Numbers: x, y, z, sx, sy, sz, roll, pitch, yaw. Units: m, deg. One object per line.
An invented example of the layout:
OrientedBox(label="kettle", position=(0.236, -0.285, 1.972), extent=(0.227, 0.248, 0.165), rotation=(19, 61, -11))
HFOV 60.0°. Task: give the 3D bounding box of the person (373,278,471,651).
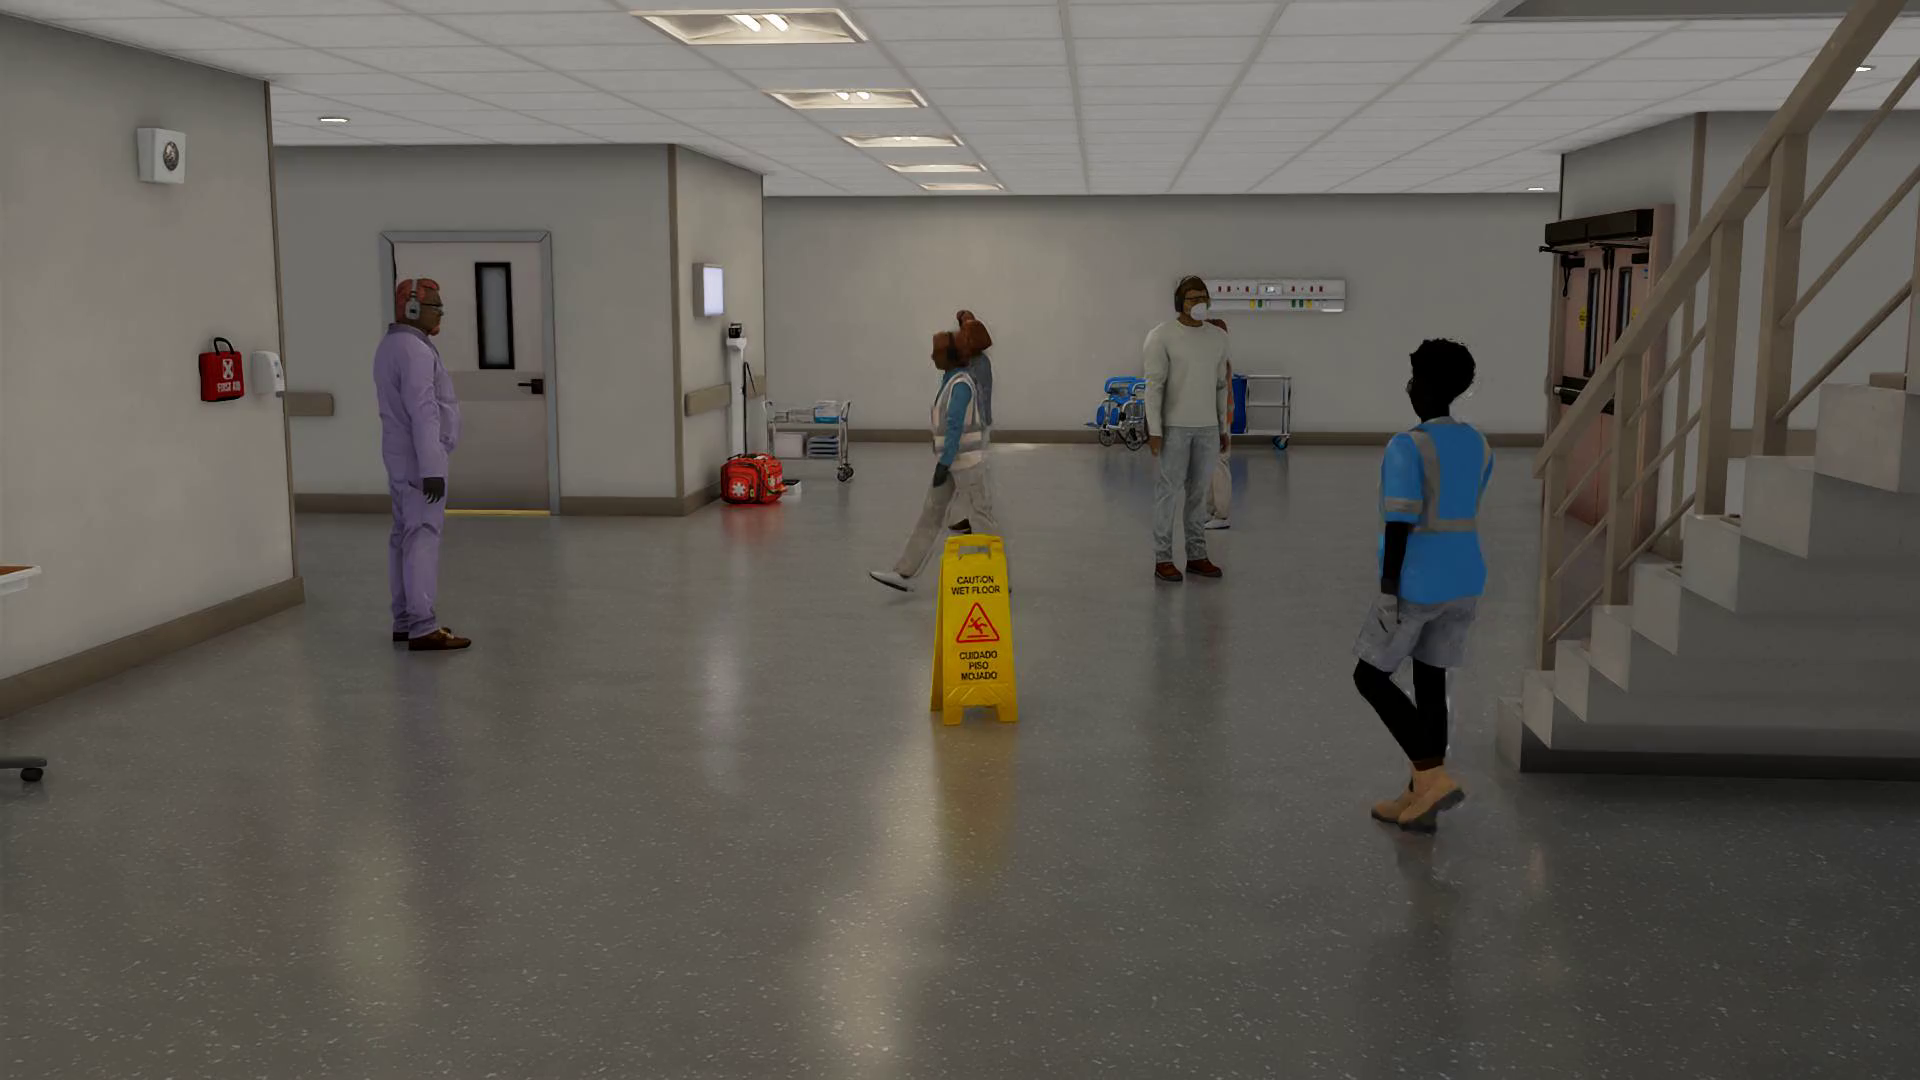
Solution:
OrientedBox(label="person", position=(-2.770, -0.390, 8.579), extent=(0.403, 1.904, 0.652), rotation=(-5, 10, -31))

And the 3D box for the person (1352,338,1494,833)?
OrientedBox(label="person", position=(1.591, 0.162, 5.596), extent=(0.521, 1.675, 0.391), rotation=(-6, 10, -36))

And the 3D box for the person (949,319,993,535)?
OrientedBox(label="person", position=(0.098, -0.857, 12.670), extent=(0.281, 1.633, 0.500), rotation=(-3, 9, -18))

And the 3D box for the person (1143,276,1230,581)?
OrientedBox(label="person", position=(1.461, -0.710, 10.639), extent=(0.634, 1.939, 0.367), rotation=(-5, 9, -28))

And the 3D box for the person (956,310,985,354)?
OrientedBox(label="person", position=(0.078, -1.907, 19.771), extent=(0.518, 1.645, 0.307), rotation=(-5, 10, -30))

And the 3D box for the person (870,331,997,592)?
OrientedBox(label="person", position=(-0.101, -0.445, 9.970), extent=(0.847, 1.594, 0.531), rotation=(-2, 9, -13))

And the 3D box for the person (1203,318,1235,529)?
OrientedBox(label="person", position=(1.977, -0.902, 12.949), extent=(0.315, 1.641, 0.515), rotation=(-1, 8, -4))
